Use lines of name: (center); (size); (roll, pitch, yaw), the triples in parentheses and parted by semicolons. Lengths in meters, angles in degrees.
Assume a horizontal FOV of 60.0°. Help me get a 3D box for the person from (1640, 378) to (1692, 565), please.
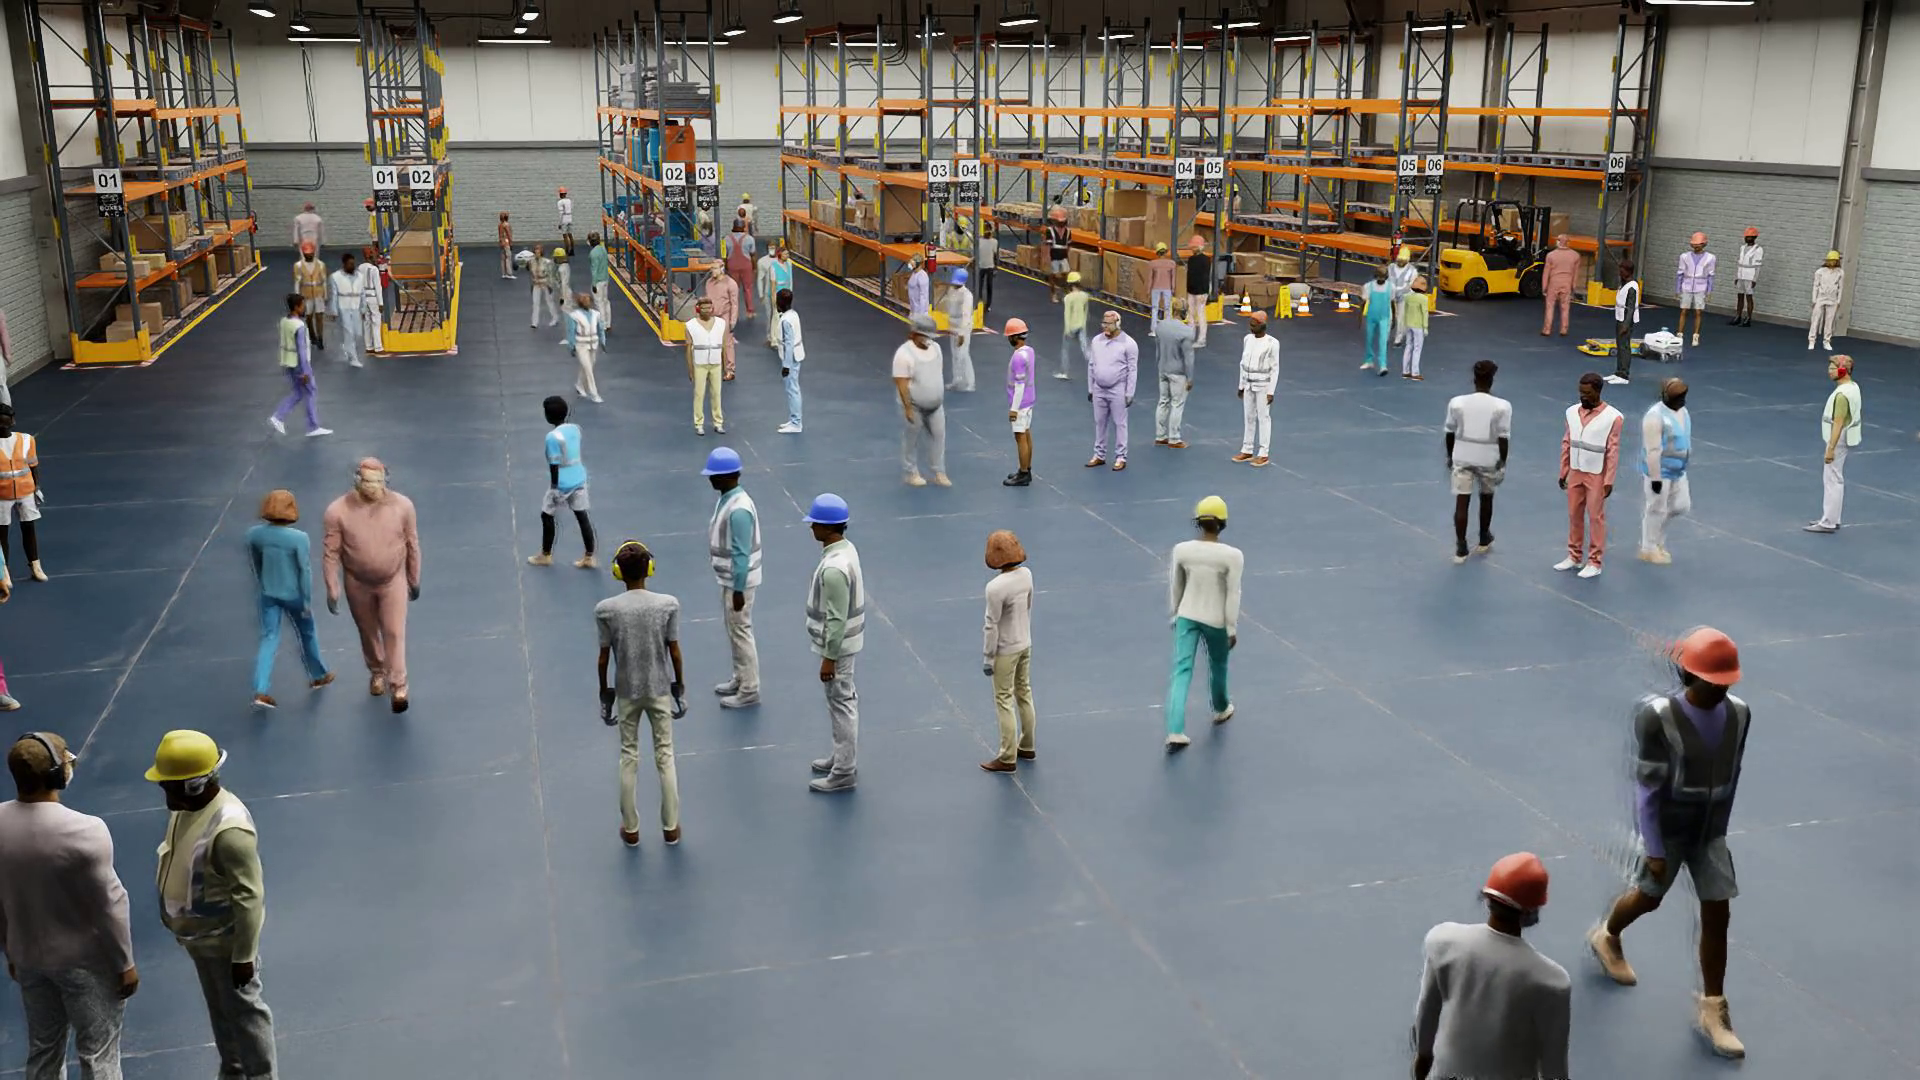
person: (6.698, -0.645, 15.789); (0.639, 1.815, 0.450); (-11, 18, -36)

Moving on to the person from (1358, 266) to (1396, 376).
person: (6.740, -3.561, 26.875); (0.595, 1.772, 1.023); (3, 15, 11)

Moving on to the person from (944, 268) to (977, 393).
person: (0.010, -3.171, 25.164); (0.391, 1.896, 0.719); (-6, 16, -22)

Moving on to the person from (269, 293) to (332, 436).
person: (-8.703, -2.282, 21.800); (0.646, 1.901, 0.596); (-14, 20, -42)

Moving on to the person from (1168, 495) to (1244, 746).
person: (1.680, 0.550, 11.503); (0.531, 1.711, 0.955); (7, 17, 26)

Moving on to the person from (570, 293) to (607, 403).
person: (-5.535, -2.858, 24.551); (0.847, 1.606, 0.523); (14, 20, 42)

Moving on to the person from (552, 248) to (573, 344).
person: (-7.188, -4.421, 30.147); (0.325, 1.740, 0.493); (-1, 15, -3)

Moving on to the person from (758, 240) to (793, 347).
person: (-3.289, -4.392, 29.694); (0.629, 1.930, 0.375); (1, 15, 5)

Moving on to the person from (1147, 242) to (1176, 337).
person: (3.753, -4.671, 31.075); (0.536, 1.756, 0.382); (1, 15, 2)

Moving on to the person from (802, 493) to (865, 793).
person: (-0.805, 0.654, 10.665); (0.394, 1.947, 0.613); (0, 15, -1)

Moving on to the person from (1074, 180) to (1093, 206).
person: (3.769, -10.014, 50.797); (0.602, 1.949, 0.389); (1, 15, 4)

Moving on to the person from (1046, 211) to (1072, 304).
person: (2.167, -6.056, 35.789); (0.619, 2.007, 0.914); (-5, 16, -17)

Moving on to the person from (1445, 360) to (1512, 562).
person: (5.017, -0.795, 16.121); (0.618, 1.929, 0.857); (7, 16, 23)

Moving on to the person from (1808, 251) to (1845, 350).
person: (15.358, -4.241, 29.466); (0.487, 1.745, 0.290); (3, 15, 13)

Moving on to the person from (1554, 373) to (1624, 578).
person: (5.864, -0.617, 15.520); (0.405, 1.908, 0.599); (-9, 17, -31)

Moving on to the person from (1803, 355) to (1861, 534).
person: (8.985, -0.978, 17.023); (0.406, 1.833, 0.568); (9, 18, 32)

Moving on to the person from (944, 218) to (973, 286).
person: (-0.023, -5.946, 35.643); (0.640, 1.856, 0.988); (0, 15, -1)

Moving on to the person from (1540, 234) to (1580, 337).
person: (11.198, -4.757, 31.111); (0.650, 1.902, 0.406); (1, 15, 2)

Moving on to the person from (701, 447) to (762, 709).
person: (-1.650, 0.269, 12.134); (0.418, 1.937, 0.617); (-4, 15, -15)

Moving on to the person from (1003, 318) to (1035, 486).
person: (0.667, -1.579, 19.097); (0.375, 1.927, 0.543); (4, 15, 15)

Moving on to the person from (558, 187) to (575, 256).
person: (-11.136, -8.970, 46.888); (0.371, 1.939, 0.543); (8, 17, 27)

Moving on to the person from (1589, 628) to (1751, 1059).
person: (3.447, 1.346, 7.955); (0.602, 2.001, 0.990); (-3, 15, -11)

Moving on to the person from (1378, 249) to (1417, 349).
person: (7.707, -4.245, 29.411); (0.634, 1.786, 0.839); (8, 17, 27)

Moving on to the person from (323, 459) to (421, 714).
person: (-4.237, 0.334, 12.040); (0.668, 1.836, 1.062); (-5, 16, -18)

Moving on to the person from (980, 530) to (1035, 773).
person: (0.315, 0.730, 10.995); (0.287, 1.625, 0.496); (9, 17, 31)

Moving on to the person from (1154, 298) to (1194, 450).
person: (2.715, -2.098, 21.054); (0.376, 1.928, 0.637); (-11, 18, -36)

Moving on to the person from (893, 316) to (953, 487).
person: (-0.408, -1.582, 18.890); (0.707, 2.000, 0.765); (-12, 19, -38)

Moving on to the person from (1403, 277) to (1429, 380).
person: (7.225, -3.356, 26.367); (0.288, 1.627, 0.506); (-7, 17, -26)

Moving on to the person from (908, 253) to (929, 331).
person: (-0.686, -3.685, 26.999); (0.372, 1.940, 0.630); (-4, 15, -15)

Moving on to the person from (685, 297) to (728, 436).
person: (-3.355, -2.304, 22.010); (0.560, 1.837, 0.390); (-8, 17, -28)

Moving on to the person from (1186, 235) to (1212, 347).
person: (4.239, -4.455, 29.792); (0.401, 1.990, 0.620); (-8, 17, -29)

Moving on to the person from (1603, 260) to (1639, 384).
person: (10.384, -3.401, 25.975); (0.392, 1.917, 0.592); (2, 15, 9)

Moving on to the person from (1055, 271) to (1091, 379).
person: (1.849, -3.348, 26.124); (0.527, 1.738, 0.849); (-11, 18, -35)

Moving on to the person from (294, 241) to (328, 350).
person: (-11.579, -4.386, 29.706); (0.554, 1.909, 0.881); (-6, 16, -23)

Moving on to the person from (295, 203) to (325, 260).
person: (-15.881, -7.287, 40.697); (0.672, 1.866, 0.466); (-5, 16, -17)

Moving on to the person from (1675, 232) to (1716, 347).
person: (13.158, -4.487, 29.817); (0.615, 2.040, 0.391); (9, 17, 30)

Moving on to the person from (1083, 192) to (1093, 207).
person: (3.487, -8.658, 45.858); (0.329, 1.865, 0.516); (-4, 15, -15)
